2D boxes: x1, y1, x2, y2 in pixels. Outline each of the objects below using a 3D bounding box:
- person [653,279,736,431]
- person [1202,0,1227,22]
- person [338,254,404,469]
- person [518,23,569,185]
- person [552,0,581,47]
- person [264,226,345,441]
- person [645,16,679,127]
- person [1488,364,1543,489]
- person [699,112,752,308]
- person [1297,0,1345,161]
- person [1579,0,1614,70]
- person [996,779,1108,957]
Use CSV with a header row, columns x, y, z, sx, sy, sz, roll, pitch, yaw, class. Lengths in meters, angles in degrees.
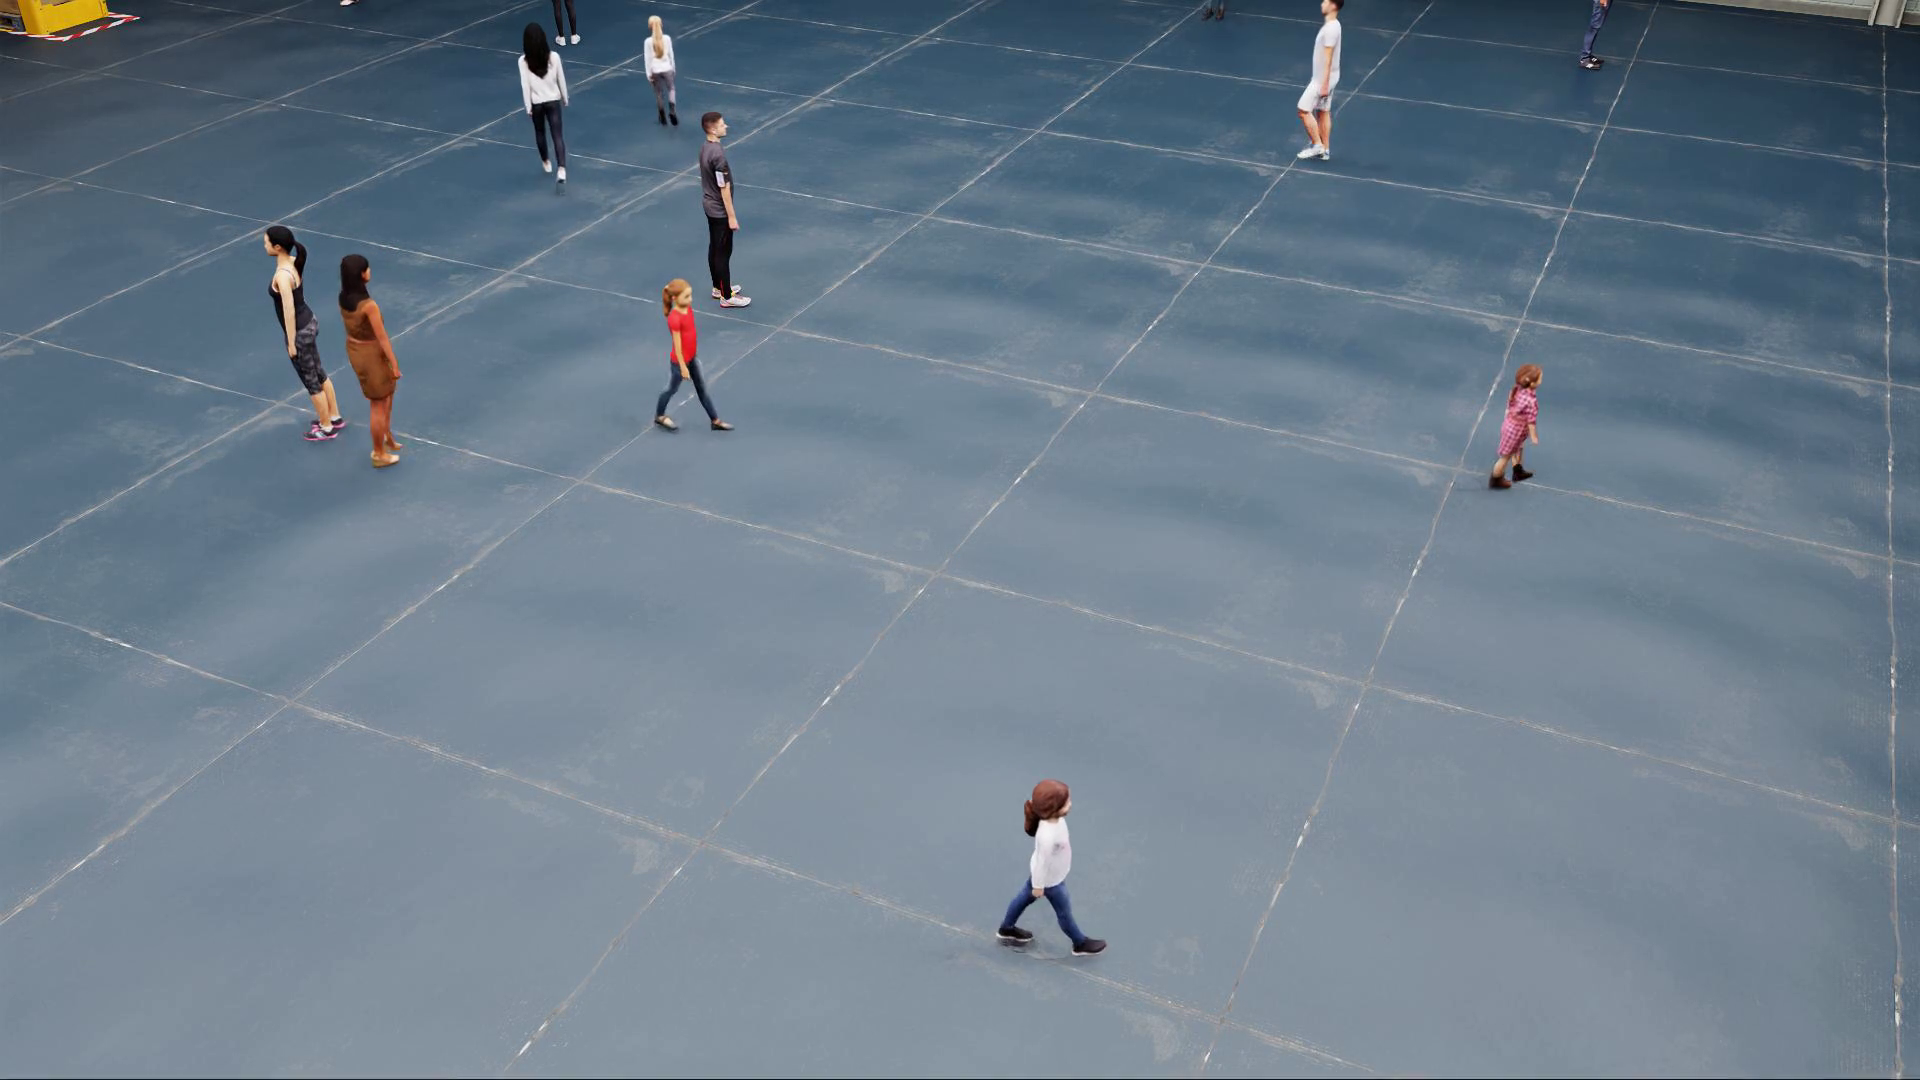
x,y,z,sx,sy,sz,roll,pitch,yaw,class
-2.212,-1.416,12.933,0.918,1.281,0.566,11,34,16,person
3.672,-8.102,23.215,0.616,1.620,0.705,15,35,23,person
-4.454,-1.281,12.356,0.634,1.668,0.736,26,41,35,person
-4.363,-4.579,17.587,1.112,1.665,1.148,-10,34,-15,person
-5.342,-7.485,22.122,0.649,1.742,0.722,-8,33,-13,person
-5.050,-1.586,12.791,0.681,1.721,0.646,-4,33,-7,person
-3.446,-5.415,19.282,0.725,1.270,0.777,-9,33,-15,person
4.056,-0.825,12.251,0.675,1.009,0.588,-4,32,-7,person
-2.162,-2.974,14.950,0.775,1.764,0.710,-12,34,-18,person
4.064,-5.033,18.141,0.699,1.842,0.755,9,33,13,person
8.237,-7.009,21.252,0.513,1.865,0.636,14,35,22,person
0.381,1.633,8.284,0.839,1.085,0.619,3,32,4,person
